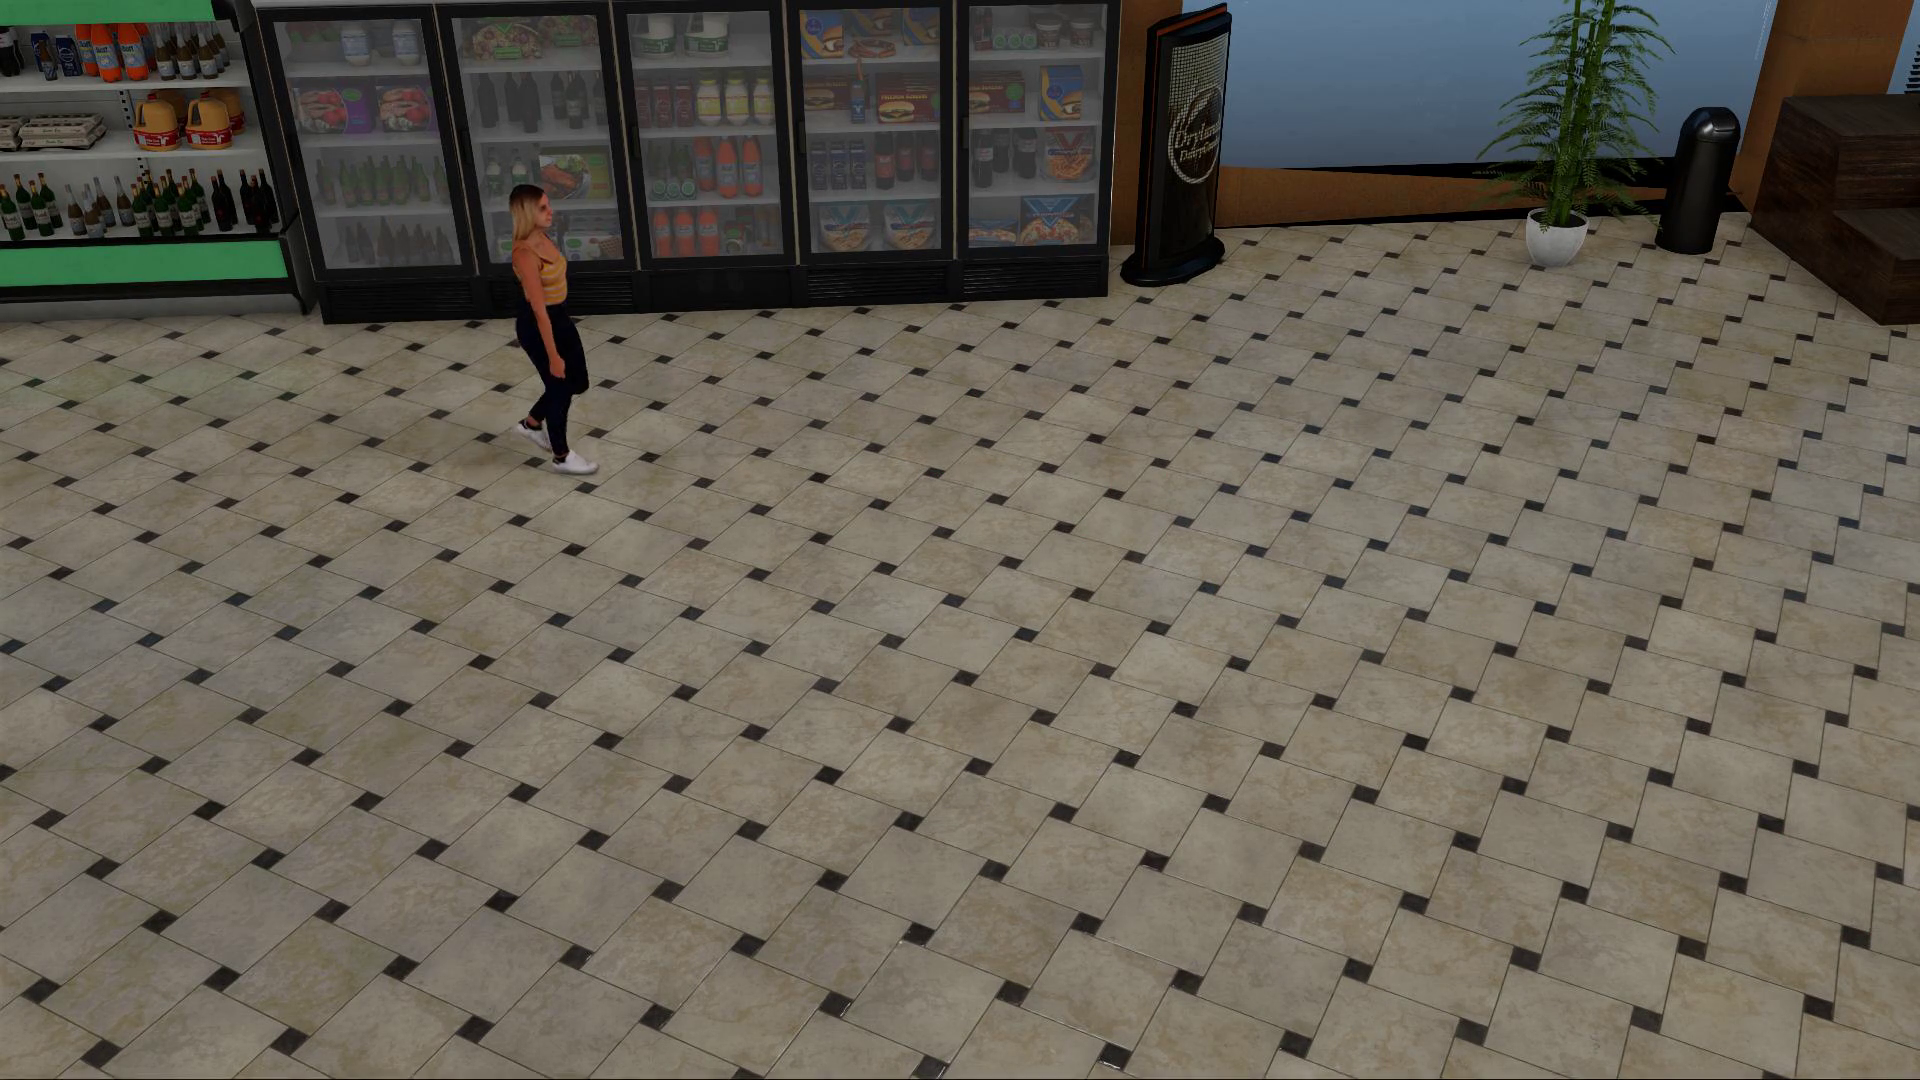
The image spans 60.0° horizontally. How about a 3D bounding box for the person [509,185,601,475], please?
[{"bbox_3d":[-2.220,-1.062,8.659,0.739,1.617,0.646,3,32,5],"label":"person"}]
